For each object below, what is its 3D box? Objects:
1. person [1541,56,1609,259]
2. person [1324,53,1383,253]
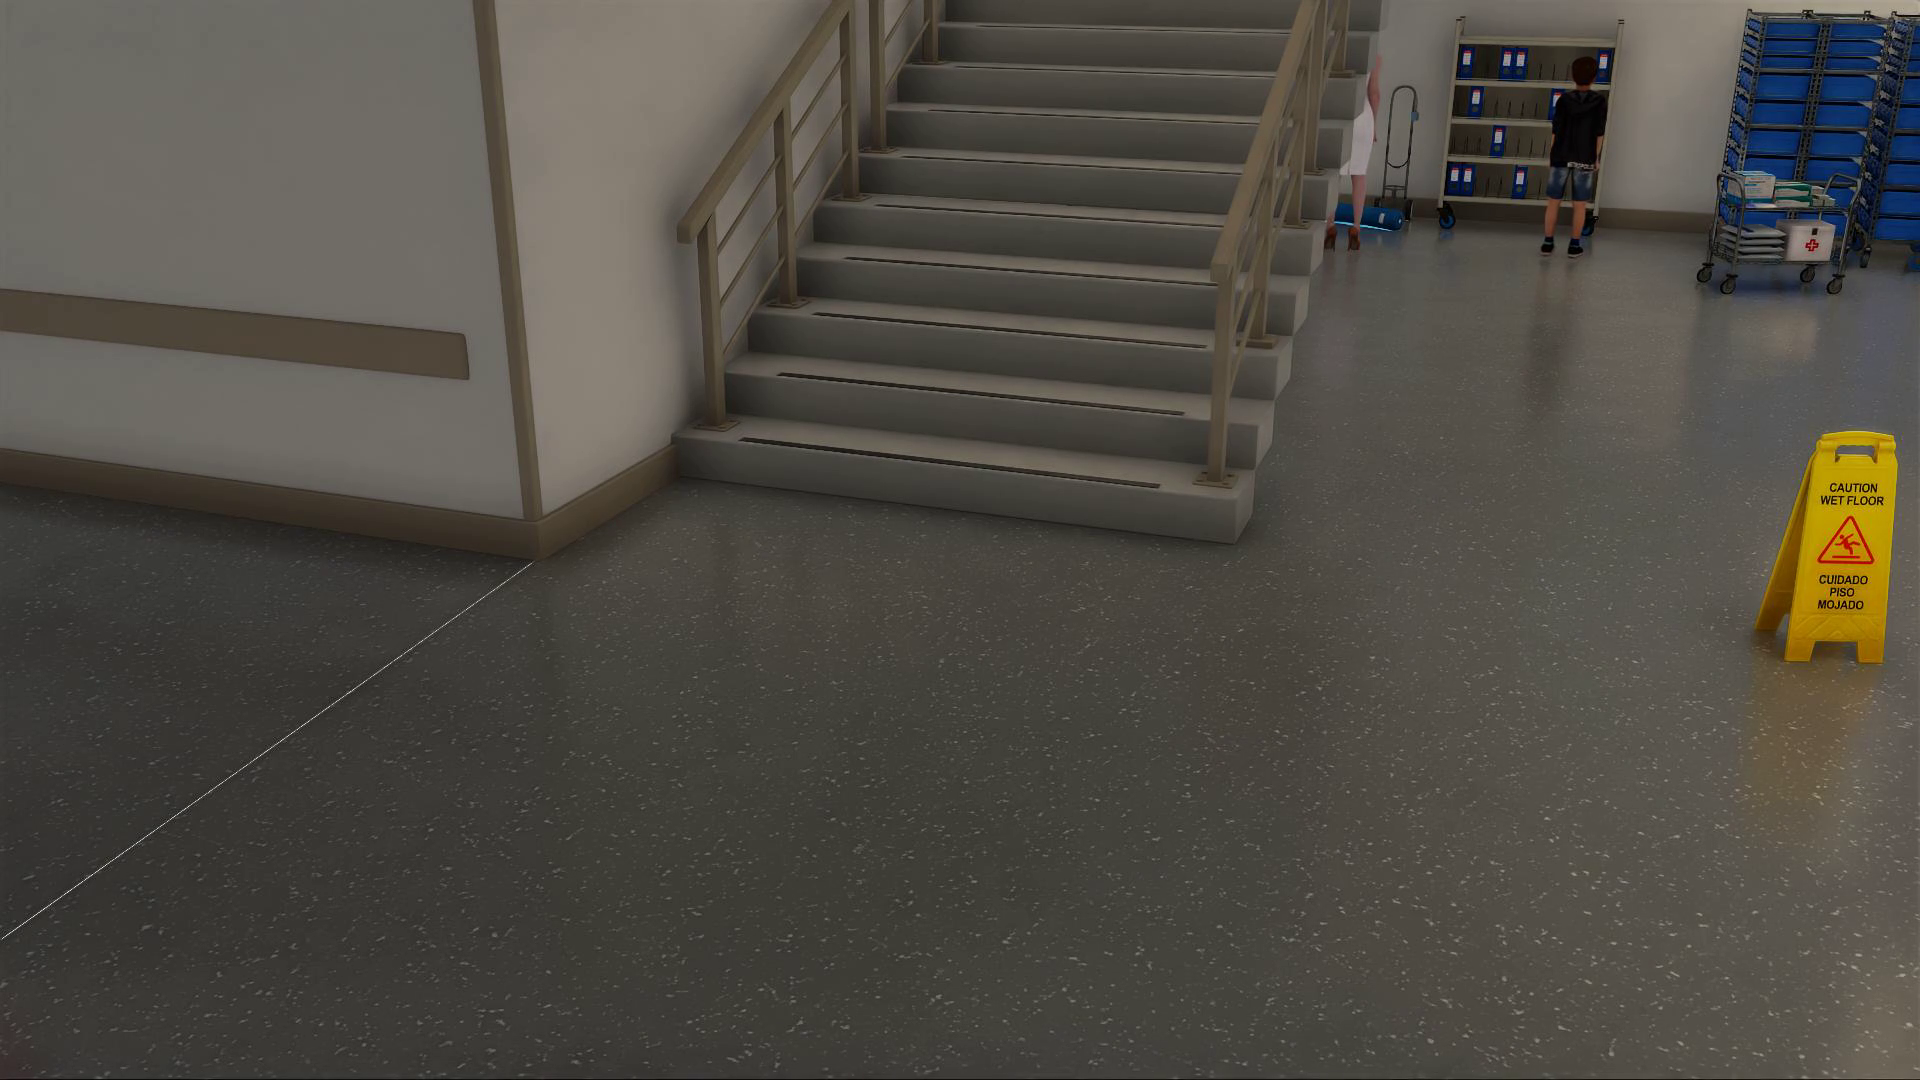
[{"bbox_3d":[4.534,-2.831,12.303,0.530,1.446,0.512,8,22,21],"label":"person"},{"bbox_3d":[2.906,-3.069,12.430,0.590,1.801,0.511,4,21,12],"label":"person"}]
